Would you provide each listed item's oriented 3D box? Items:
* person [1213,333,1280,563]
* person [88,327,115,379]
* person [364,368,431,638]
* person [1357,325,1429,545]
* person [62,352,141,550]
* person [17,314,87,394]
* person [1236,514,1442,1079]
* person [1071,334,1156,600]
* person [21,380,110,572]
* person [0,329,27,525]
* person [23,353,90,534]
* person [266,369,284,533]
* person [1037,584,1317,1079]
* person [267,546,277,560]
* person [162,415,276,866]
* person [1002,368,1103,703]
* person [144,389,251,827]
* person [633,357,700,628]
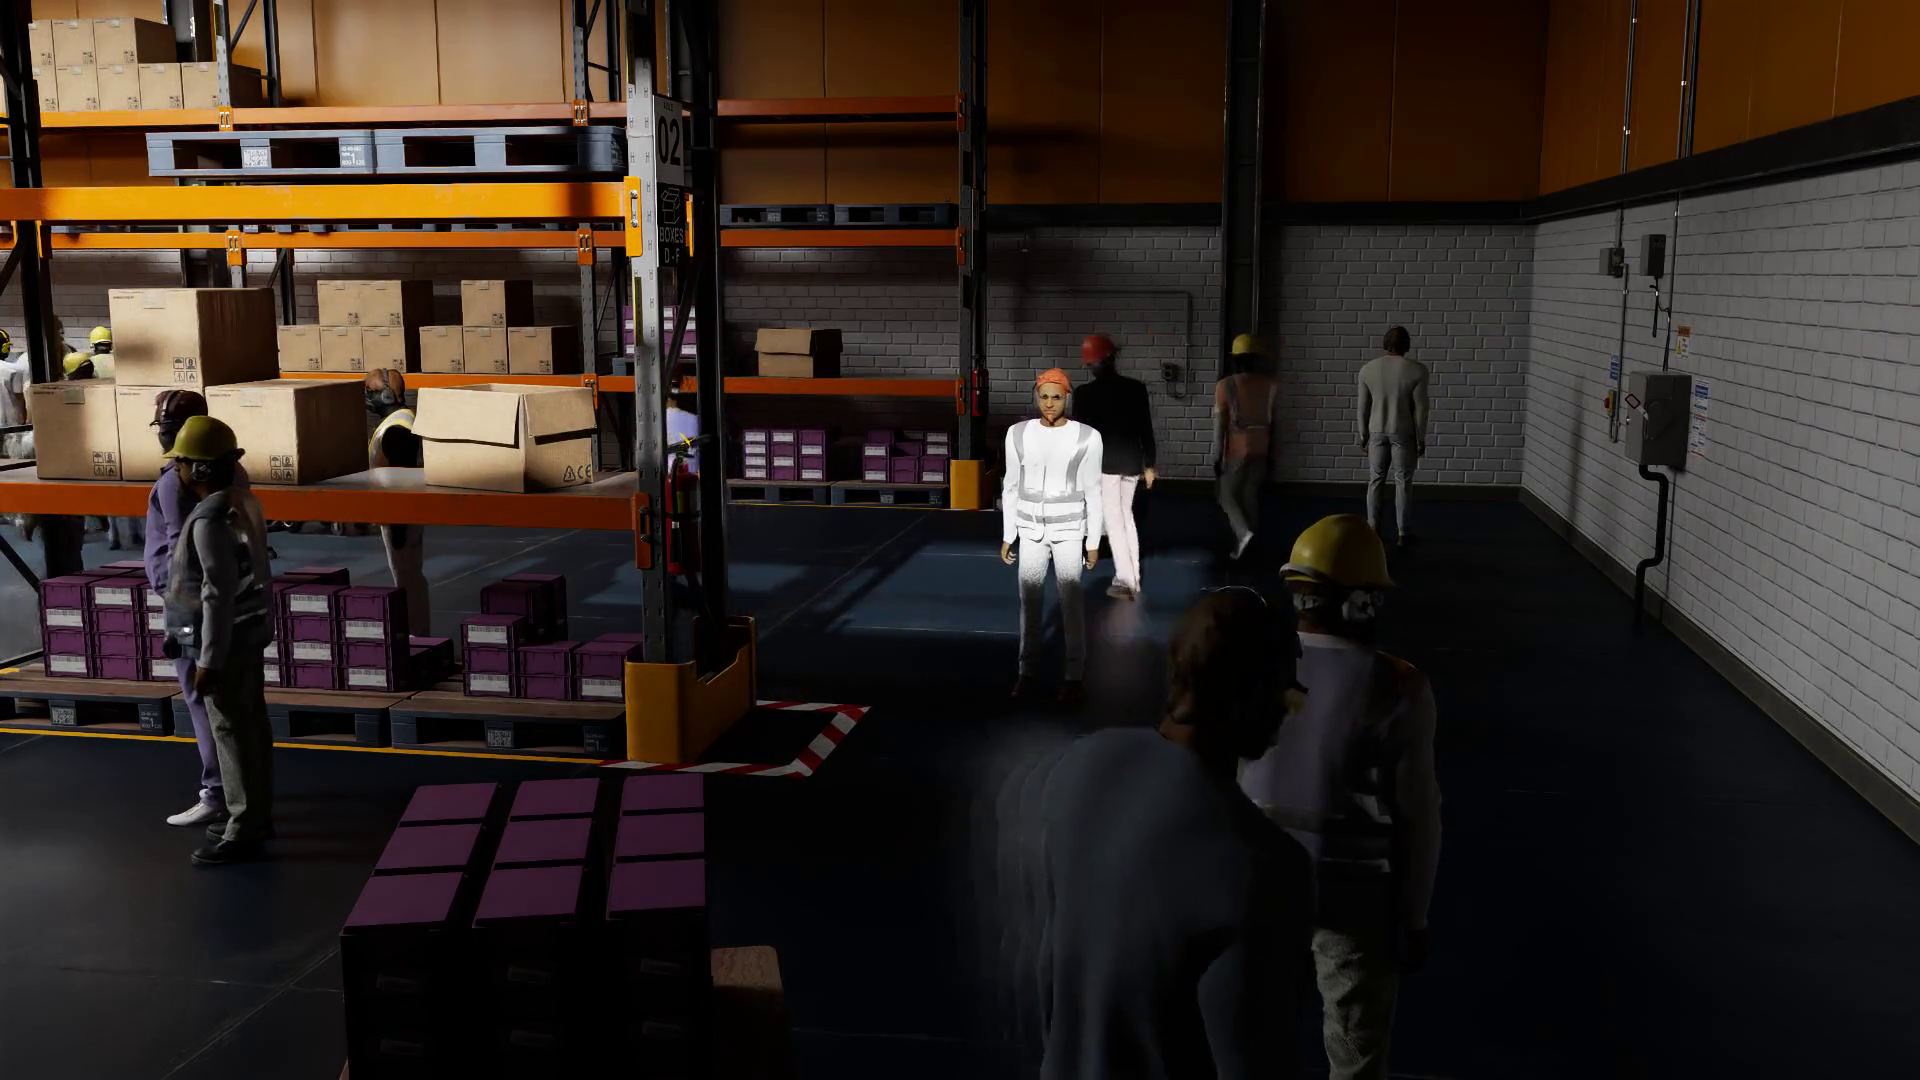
[{"bbox_3d":[2.352,-0.736,13.647,0.591,1.910,0.544,-3,10,-17],"label":"person"},{"bbox_3d":[-9.052,-1.343,17.664,0.403,1.833,0.586,8,12,41],"label":"person"},{"bbox_3d":[-3.447,-0.135,10.186,0.430,1.835,0.622,-4,10,-22],"label":"person"},{"bbox_3d":[3.820,-0.920,14.707,0.629,1.940,0.376,5,11,30],"label":"person"},{"bbox_3d":[-7.494,-0.777,14.498,0.591,1.712,0.522,-4,10,-25],"label":"person"},{"bbox_3d":[-9.069,-1.288,16.673,0.760,2.000,0.686,7,11,36],"label":"person"},{"bbox_3d":[0.890,0.846,4.105,0.591,1.824,0.404,6,11,34],"label":"person"},{"bbox_3d":[1.122,-0.539,12.298,0.649,1.954,0.579,-5,10,-26],"label":"person"},{"bbox_3d":[-5.615,-0.149,10.563,0.682,1.716,0.513,2,9,15],"label":"person"},{"bbox_3d":[-9.105,-1.067,15.832,0.523,1.870,0.317,0,9,0],"label":"person"},{"bbox_3d":[-8.017,-0.872,14.884,0.541,1.804,0.893,-2,9,-14],"label":"person"},{"bbox_3d":[-6.436,-1.020,15.415,0.575,1.908,0.497,9,13,43],"label":"person"},{"bbox_3d":[0.264,1.025,2.757,0.621,1.912,0.670,-5,10,-28],"label":"person"},{"bbox_3d":[-5.977,-0.796,13.945,0.355,1.939,0.543,-4,10,-24],"label":"person"},{"bbox_3d":[-3.019,0.407,6.800,0.404,1.835,0.587,-2,9,-10],"label":"person"},{"bbox_3d":[0.516,-0.024,9.350,0.579,1.877,0.349,3,10,20],"label":"person"},{"bbox_3d":[-3.337,0.294,7.285,0.401,1.904,0.648,0,9,-2],"label":"person"},{"bbox_3d":[-1.663,-0.144,10.000,0.810,1.908,0.572,5,10,28],"label":"person"}]
